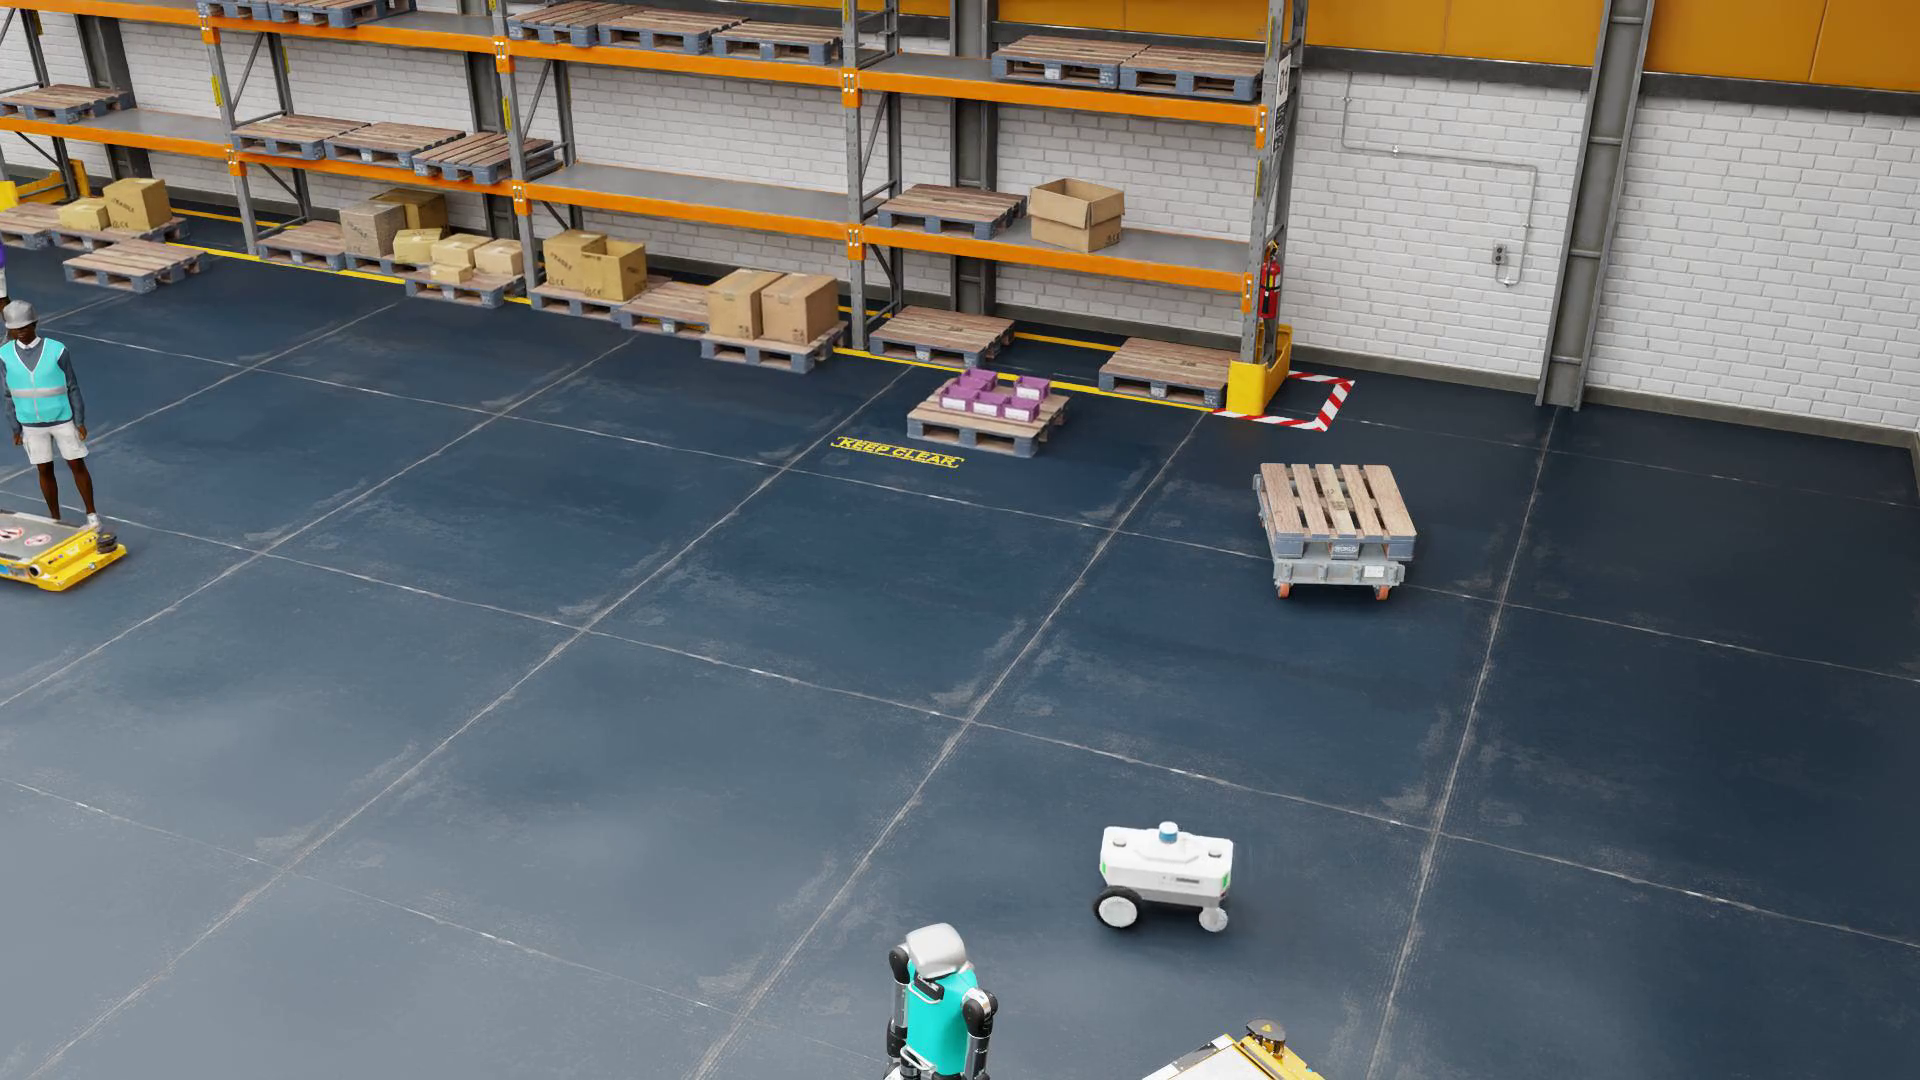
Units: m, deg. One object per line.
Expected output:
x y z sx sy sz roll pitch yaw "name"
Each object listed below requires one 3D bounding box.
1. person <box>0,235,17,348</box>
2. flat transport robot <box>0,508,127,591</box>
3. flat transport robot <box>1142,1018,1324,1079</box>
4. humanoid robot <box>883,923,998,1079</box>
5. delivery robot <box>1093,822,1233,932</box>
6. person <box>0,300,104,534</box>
-9.612 -2.750 16.415 0.361 1.962 0.614 -14 31 -26 "person"
-7.240 0.065 12.806 1.431 0.231 0.659 9 29 18 "flat transport robot"
1.102 2.725 7.647 1.431 0.231 0.659 -17 32 -30 "flat transport robot"
-0.242 2.344 6.640 0.735 1.677 0.533 -24 36 -38 "humanoid robot"
1.125 1.810 9.100 0.772 0.586 0.499 5 28 9 "delivery robot"
-7.101 -0.947 12.946 0.550 1.940 0.418 -9 29 -17 "person"
